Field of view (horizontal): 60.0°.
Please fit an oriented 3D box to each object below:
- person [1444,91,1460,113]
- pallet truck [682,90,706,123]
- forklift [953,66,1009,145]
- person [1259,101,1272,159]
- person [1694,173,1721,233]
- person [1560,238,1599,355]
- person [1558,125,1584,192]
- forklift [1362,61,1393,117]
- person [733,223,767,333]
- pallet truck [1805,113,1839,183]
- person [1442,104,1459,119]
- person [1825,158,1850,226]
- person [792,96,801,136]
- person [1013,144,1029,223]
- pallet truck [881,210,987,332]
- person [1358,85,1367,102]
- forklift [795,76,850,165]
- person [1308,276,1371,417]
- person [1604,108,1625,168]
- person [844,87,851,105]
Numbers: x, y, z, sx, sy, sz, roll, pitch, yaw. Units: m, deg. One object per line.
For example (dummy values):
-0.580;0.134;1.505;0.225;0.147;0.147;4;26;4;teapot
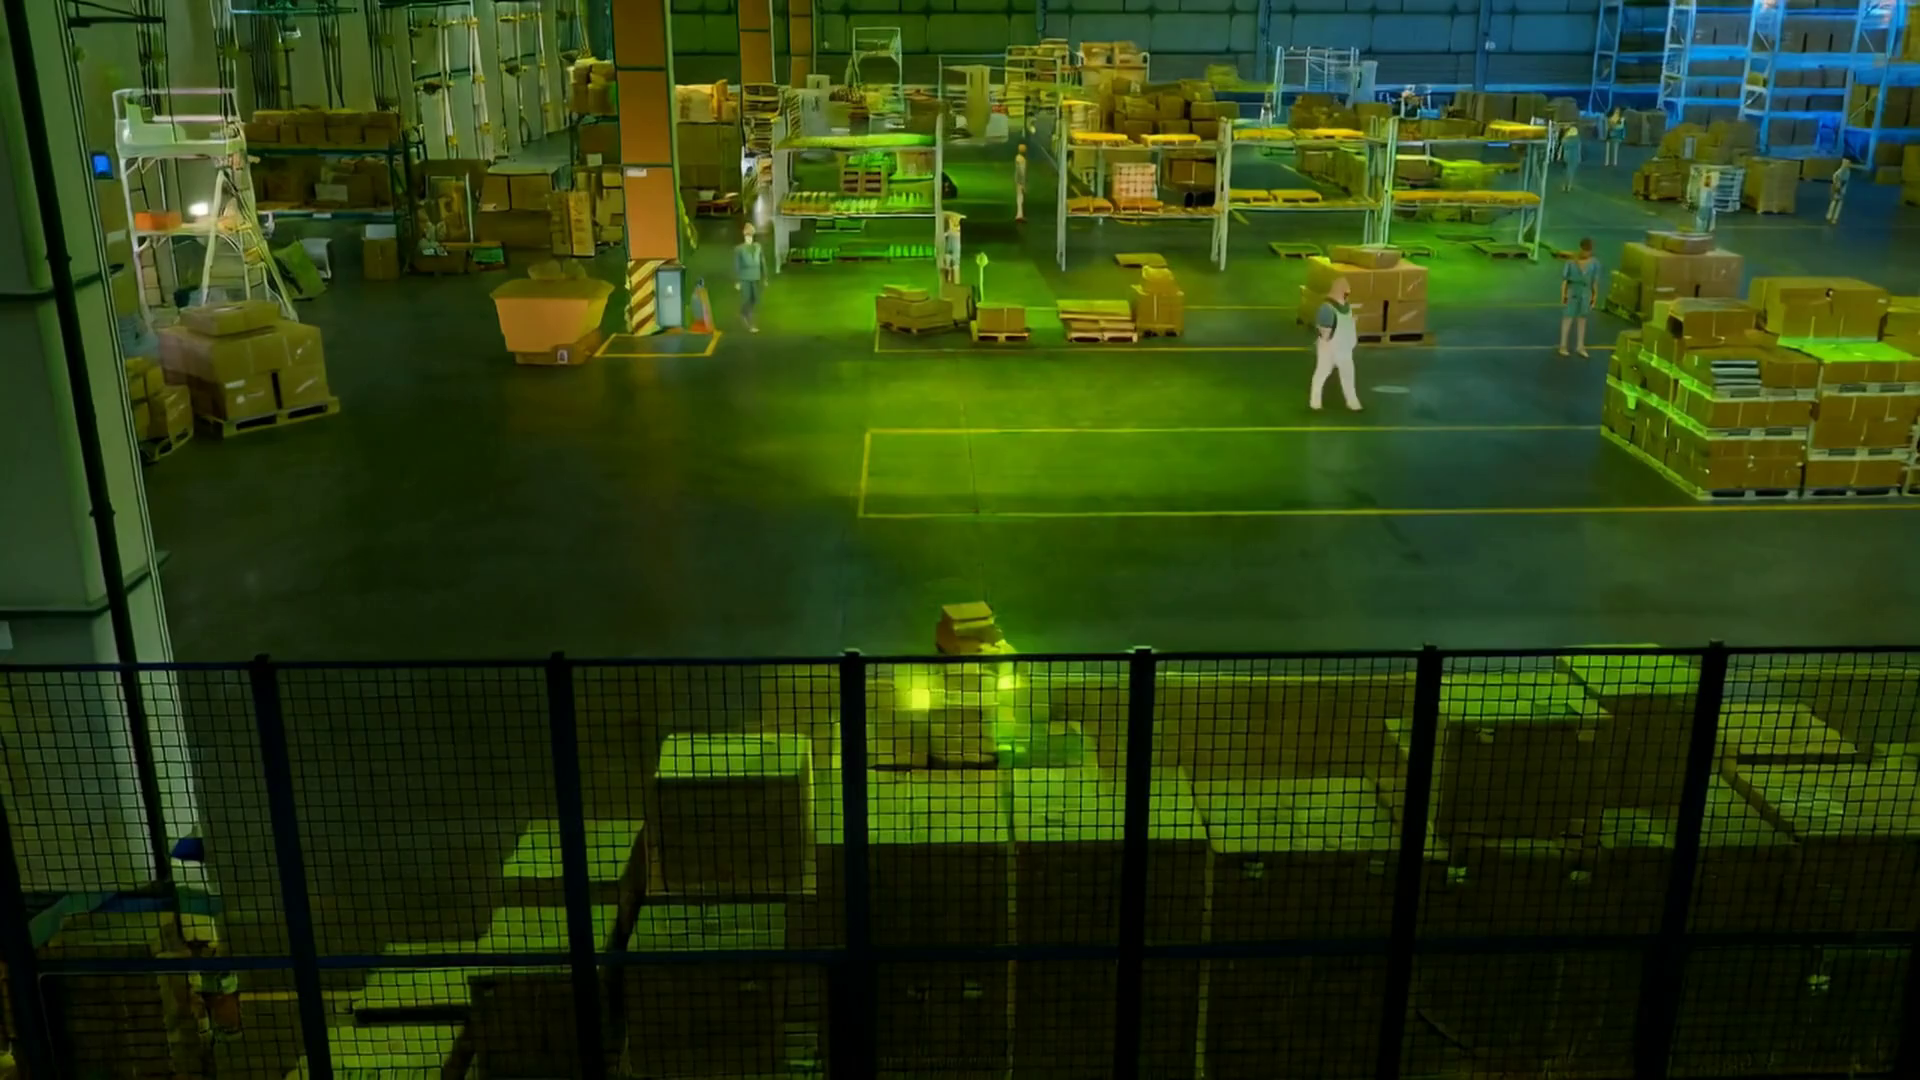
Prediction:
18.434;-15.875;62.441;0.567;1.925;0.601;8;20;22;person
-9.671;-15.907;62.421;0.823;1.965;1.885;5;19;15;pallet truck
0.809;-16.239;62.045;1.873;2.768;1.129;-10;21;-26;forklift
10.504;-14.118;57.203;0.356;1.938;0.633;0;19;-1;person
16.094;-6.937;35.882;0.383;1.957;0.606;-2;19;-6;person
10.082;-3.958;27.090;0.540;1.929;0.391;1;19;4;person
17.601;-10.985;47.937;0.649;1.922;0.551;7;20;20;person
16.187;-17.548;65.929;1.873;2.768;1.129;-1;19;-2;forklift
-3.717;-4.609;29.050;0.593;1.902;0.691;-16;24;-39;person
26.403;-11.957;50.702;0.823;1.965;1.885;6;19;16;pallet truck
16.965;-14.073;57.257;0.661;1.811;0.833;-7;20;-20;person
21.911;-8.684;41.471;0.530;1.689;0.321;-8;20;-23;person
-5.980;-15.202;60.513;0.947;1.890;0.598;3;19;8;person
1.532;-9.011;42.054;0.373;1.940;0.628;-4;19;-10;person
-0.493;-4.759;29.349;1.885;1.965;0.823;-13;23;-34;pallet truck
15.834;-16.872;65.382;1.016;1.949;0.618;7;20;20;person
-4.706;-14.034;55.504;1.873;2.768;1.129;-16;24;-39;forklift
5.317;-2.678;23.110;0.979;2.000;0.698;16;25;40;person
21.339;-13.109;54.264;0.591;1.911;0.389;7;20;19;person
-4.613;-17.681;68.151;0.321;1.694;0.529;-6;20;-18;person
